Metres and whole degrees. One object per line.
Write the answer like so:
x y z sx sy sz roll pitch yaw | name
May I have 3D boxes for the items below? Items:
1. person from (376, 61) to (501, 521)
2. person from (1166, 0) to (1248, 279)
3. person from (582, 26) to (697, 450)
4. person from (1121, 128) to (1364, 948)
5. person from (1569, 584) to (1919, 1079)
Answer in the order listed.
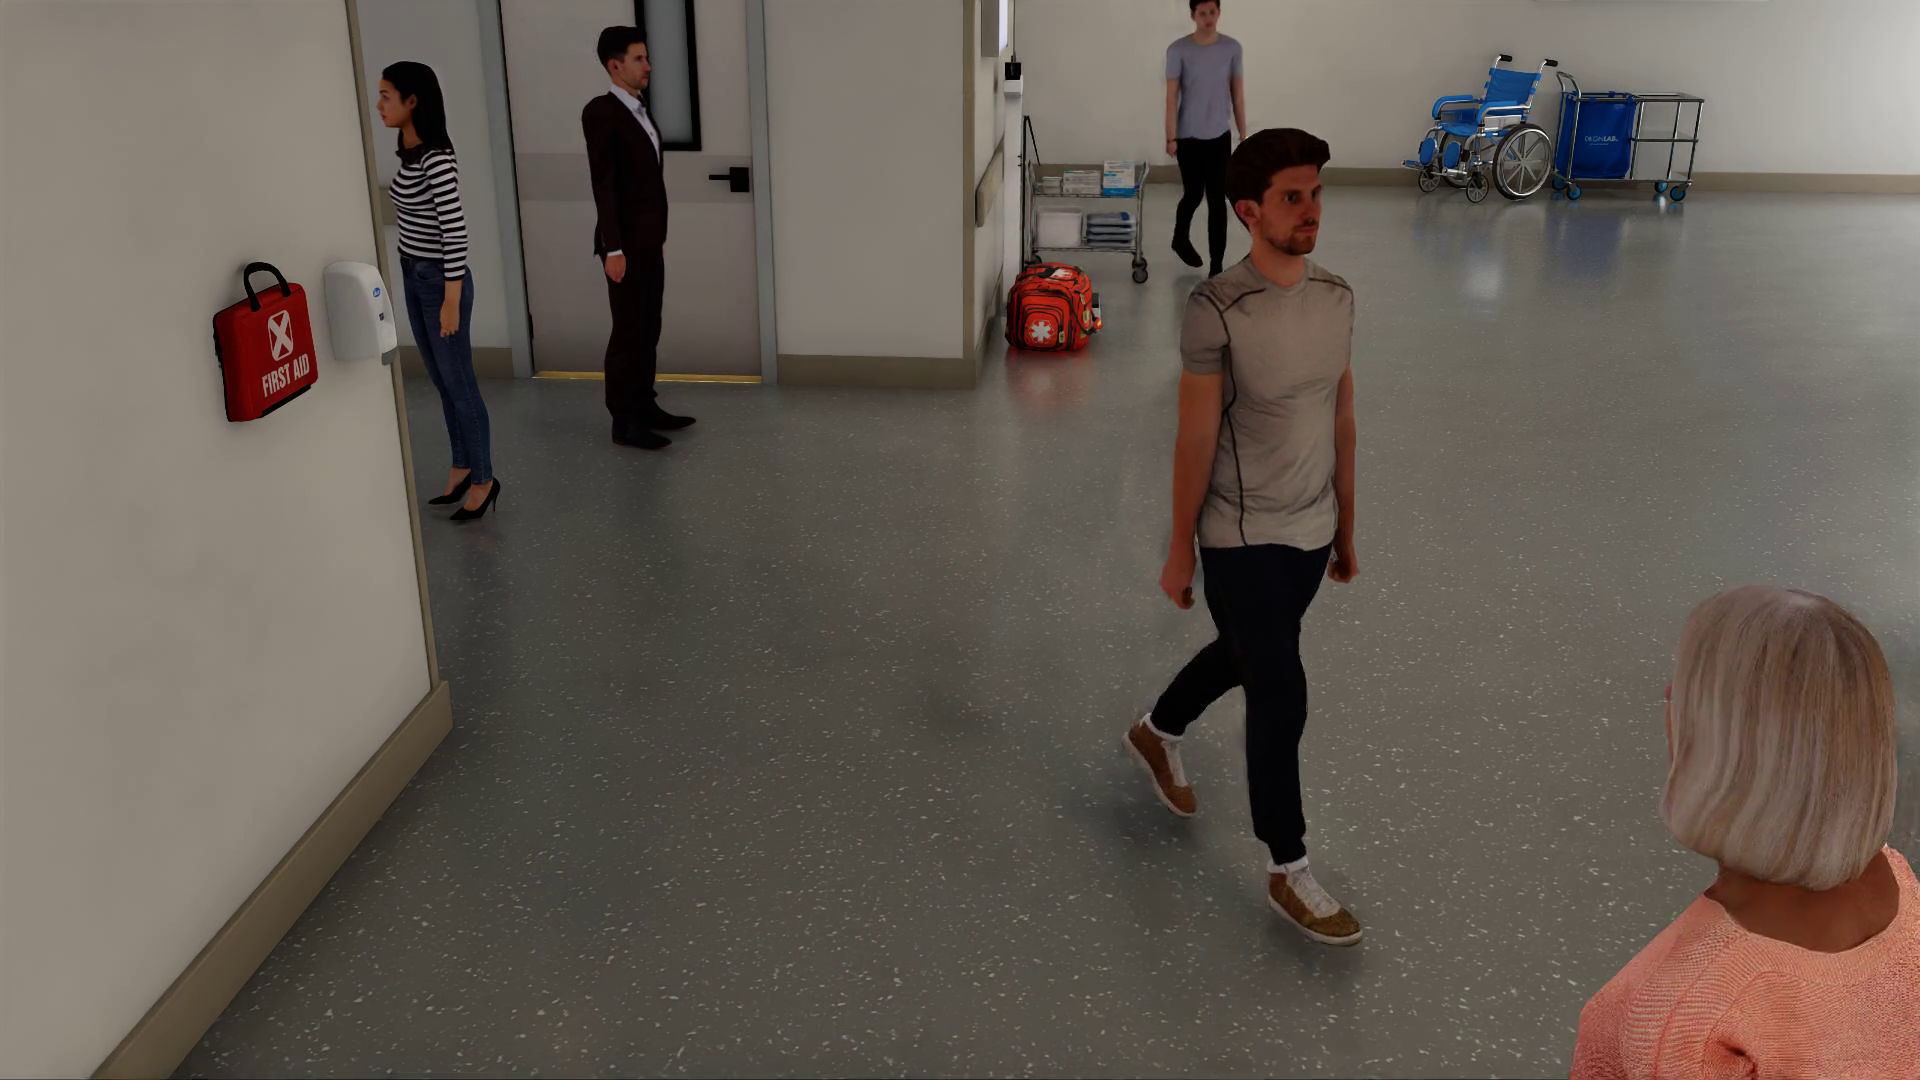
-2.044 -0.954 6.531 0.733 1.794 0.651 -14 25 -32 | person
1.590 -2.671 11.043 0.838 1.826 1.108 -3 21 -7 | person
-1.492 -1.366 7.546 0.766 1.864 0.542 4 21 10 | person
0.677 -0.030 4.025 1.122 1.859 1.267 -13 24 -31 | person
0.895 0.906 1.813 1.048 1.675 1.221 -12 24 -29 | person
